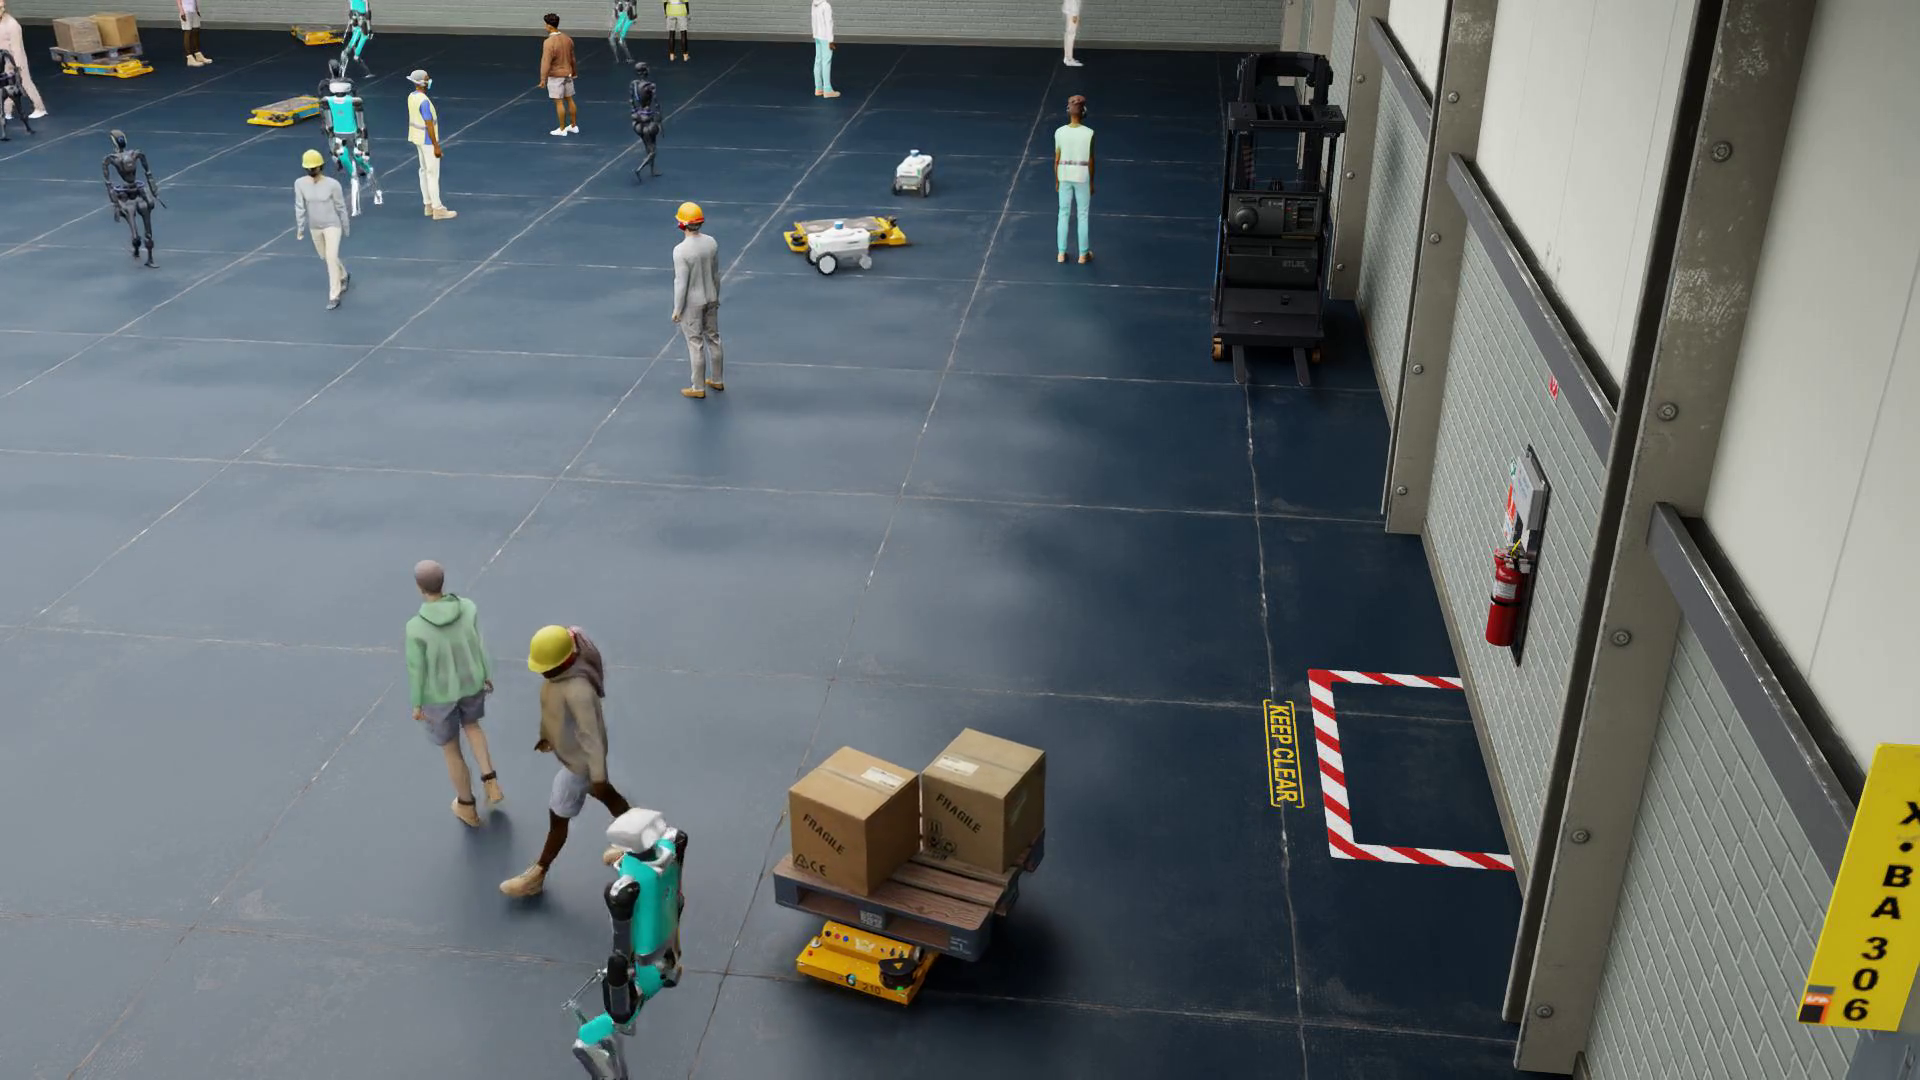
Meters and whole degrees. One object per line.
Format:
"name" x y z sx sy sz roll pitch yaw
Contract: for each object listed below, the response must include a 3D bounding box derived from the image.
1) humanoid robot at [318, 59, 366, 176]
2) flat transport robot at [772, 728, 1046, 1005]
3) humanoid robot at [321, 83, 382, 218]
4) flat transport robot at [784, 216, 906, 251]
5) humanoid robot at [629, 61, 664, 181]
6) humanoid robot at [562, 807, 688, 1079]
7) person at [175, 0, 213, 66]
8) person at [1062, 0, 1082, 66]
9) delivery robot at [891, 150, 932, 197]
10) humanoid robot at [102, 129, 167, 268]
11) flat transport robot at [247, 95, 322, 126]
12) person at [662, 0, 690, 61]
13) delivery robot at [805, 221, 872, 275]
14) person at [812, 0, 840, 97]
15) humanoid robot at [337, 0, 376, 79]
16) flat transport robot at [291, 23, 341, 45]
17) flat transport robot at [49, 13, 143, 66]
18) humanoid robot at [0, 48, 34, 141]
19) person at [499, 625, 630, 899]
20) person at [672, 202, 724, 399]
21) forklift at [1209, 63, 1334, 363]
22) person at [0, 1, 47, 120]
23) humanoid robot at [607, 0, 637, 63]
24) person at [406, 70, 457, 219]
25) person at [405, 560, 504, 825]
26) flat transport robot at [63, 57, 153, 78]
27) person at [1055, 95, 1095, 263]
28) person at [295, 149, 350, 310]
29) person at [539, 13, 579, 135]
"humanoid robot" -8.723 -5.947 23.466 0.590 1.628 0.750 -18 32 -32
"flat transport robot" -0.281 1.971 9.204 0.659 0.231 1.431 11 29 21
"humanoid robot" -7.919 -5.167 21.868 0.558 1.799 0.913 0 27 0
"flat transport robot" -1.444 -3.817 20.759 1.431 0.231 0.659 -6 27 -13
"humanoid robot" -4.457 -5.851 23.270 0.599 1.640 0.611 18 32 32
"humanoid robot" -1.580 1.984 7.588 0.715 1.832 0.556 10 28 19
"person" -14.271 -9.835 30.812 0.394 2.035 0.603 3 27 6
"person" 2.085 -9.787 30.885 0.405 1.876 0.498 -1 27 -2
"delivery robot" -0.629 -5.051 22.905 0.499 0.596 0.775 6 27 12
"humanoid robot" -9.684 -3.996 19.540 0.350 1.656 0.599 20 33 35
"flat transport robot" -10.859 -6.981 27.075 0.659 0.231 1.431 9 28 17
"person" -5.326 -9.883 31.283 0.528 1.689 0.322 5 27 10
"delivery robot" -1.441 -3.492 19.765 0.756 0.571 0.499 -10 28 -20
"person" -2.321 -8.539 28.352 0.361 1.912 0.492 -18 32 -32
"humanoid robot" -10.868 -9.026 29.569 0.559 1.804 0.916 16 31 29
"flat transport robot" -12.965 -10.179 33.459 0.659 0.231 1.431 -15 30 -28
"flat transport robot" -15.904 -8.845 30.796 1.431 0.231 0.659 15 30 27
"humanoid robot" -14.665 -6.975 25.551 0.614 1.628 0.780 -1 27 -1
"person" -2.173 1.192 9.165 0.908 1.698 0.614 -12 29 -22
"person" -2.506 -2.288 15.893 0.355 1.896 0.558 20 33 34
"forklift" 3.241 -3.477 17.183 1.129 2.768 1.873 3 27 6
"person" -15.274 -7.687 26.692 0.669 1.867 0.816 19 32 32
"humanoid robot" -6.360 -9.744 30.984 0.552 1.800 0.782 18 32 31
"person" -6.905 -5.117 21.545 0.398 1.893 0.533 -19 32 -33
"person" -2.971 0.895 9.715 0.508 1.725 0.394 -23 35 -38
"flat transport robot" -15.566 -8.627 30.361 1.431 0.231 0.659 8 28 16
"person" 1.357 -4.273 19.764 0.482 1.978 0.403 7 28 15
"person" -7.050 -3.509 18.507 0.519 1.732 0.812 3 27 7
"person" -6.187 -7.213 25.779 0.408 1.851 0.787 15 30 27
